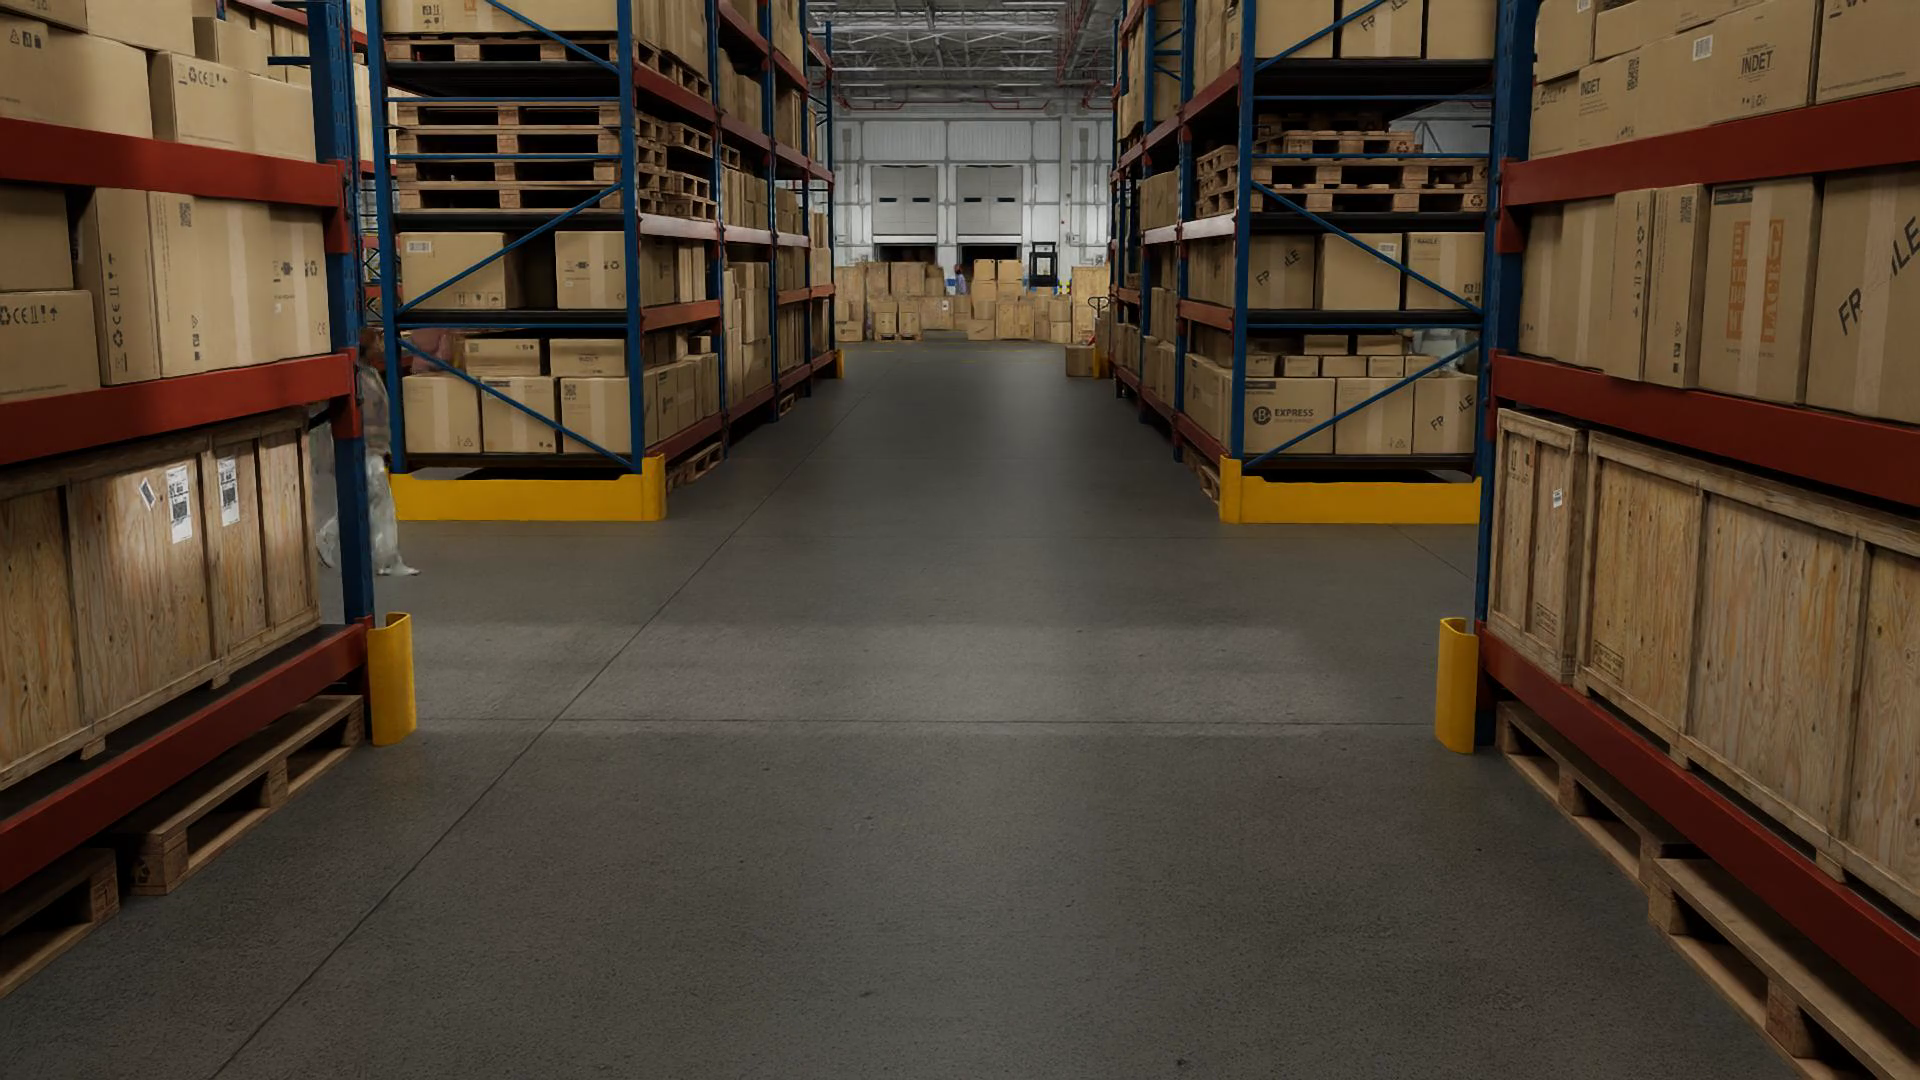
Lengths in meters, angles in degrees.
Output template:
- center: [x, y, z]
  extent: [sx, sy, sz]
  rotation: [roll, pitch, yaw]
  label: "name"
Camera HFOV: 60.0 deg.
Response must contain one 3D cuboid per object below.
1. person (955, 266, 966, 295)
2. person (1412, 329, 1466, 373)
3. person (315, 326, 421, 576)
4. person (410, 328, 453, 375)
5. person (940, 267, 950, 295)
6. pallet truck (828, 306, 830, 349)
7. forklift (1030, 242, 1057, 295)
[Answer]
- center: [0.165, -9.791, 65.162]
  extent: [0.798, 1.899, 0.571]
  rotation: [3, 10, 19]
  label: "person"
- center: [5.238, -2.007, 18.200]
  extent: [0.614, 2.020, 0.928]
  rotation: [1, 9, 4]
  label: "person"
- center: [-3.869, -0.562, 10.691]
  extent: [0.645, 1.618, 0.516]
  rotation: [-1, 10, -9]
  label: "person"
- center: [-6.131, -2.151, 19.471]
  extent: [0.641, 1.874, 0.854]
  rotation: [3, 10, 17]
  label: "person"
- center: [-0.782, -9.707, 64.860]
  extent: [0.995, 1.845, 0.587]
  rotation: [7, 12, 37]
  label: "person"
- center: [-3.100, -3.940, 29.800]
  extent: [1.885, 1.965, 0.823]
  rotation: [3, 10, 19]
  label: "pallet truck"
- center: [3.230, -10.146, 64.339]
  extent: [1.129, 2.768, 1.873]
  rotation: [0, 9, 1]
  label: "forklift"
